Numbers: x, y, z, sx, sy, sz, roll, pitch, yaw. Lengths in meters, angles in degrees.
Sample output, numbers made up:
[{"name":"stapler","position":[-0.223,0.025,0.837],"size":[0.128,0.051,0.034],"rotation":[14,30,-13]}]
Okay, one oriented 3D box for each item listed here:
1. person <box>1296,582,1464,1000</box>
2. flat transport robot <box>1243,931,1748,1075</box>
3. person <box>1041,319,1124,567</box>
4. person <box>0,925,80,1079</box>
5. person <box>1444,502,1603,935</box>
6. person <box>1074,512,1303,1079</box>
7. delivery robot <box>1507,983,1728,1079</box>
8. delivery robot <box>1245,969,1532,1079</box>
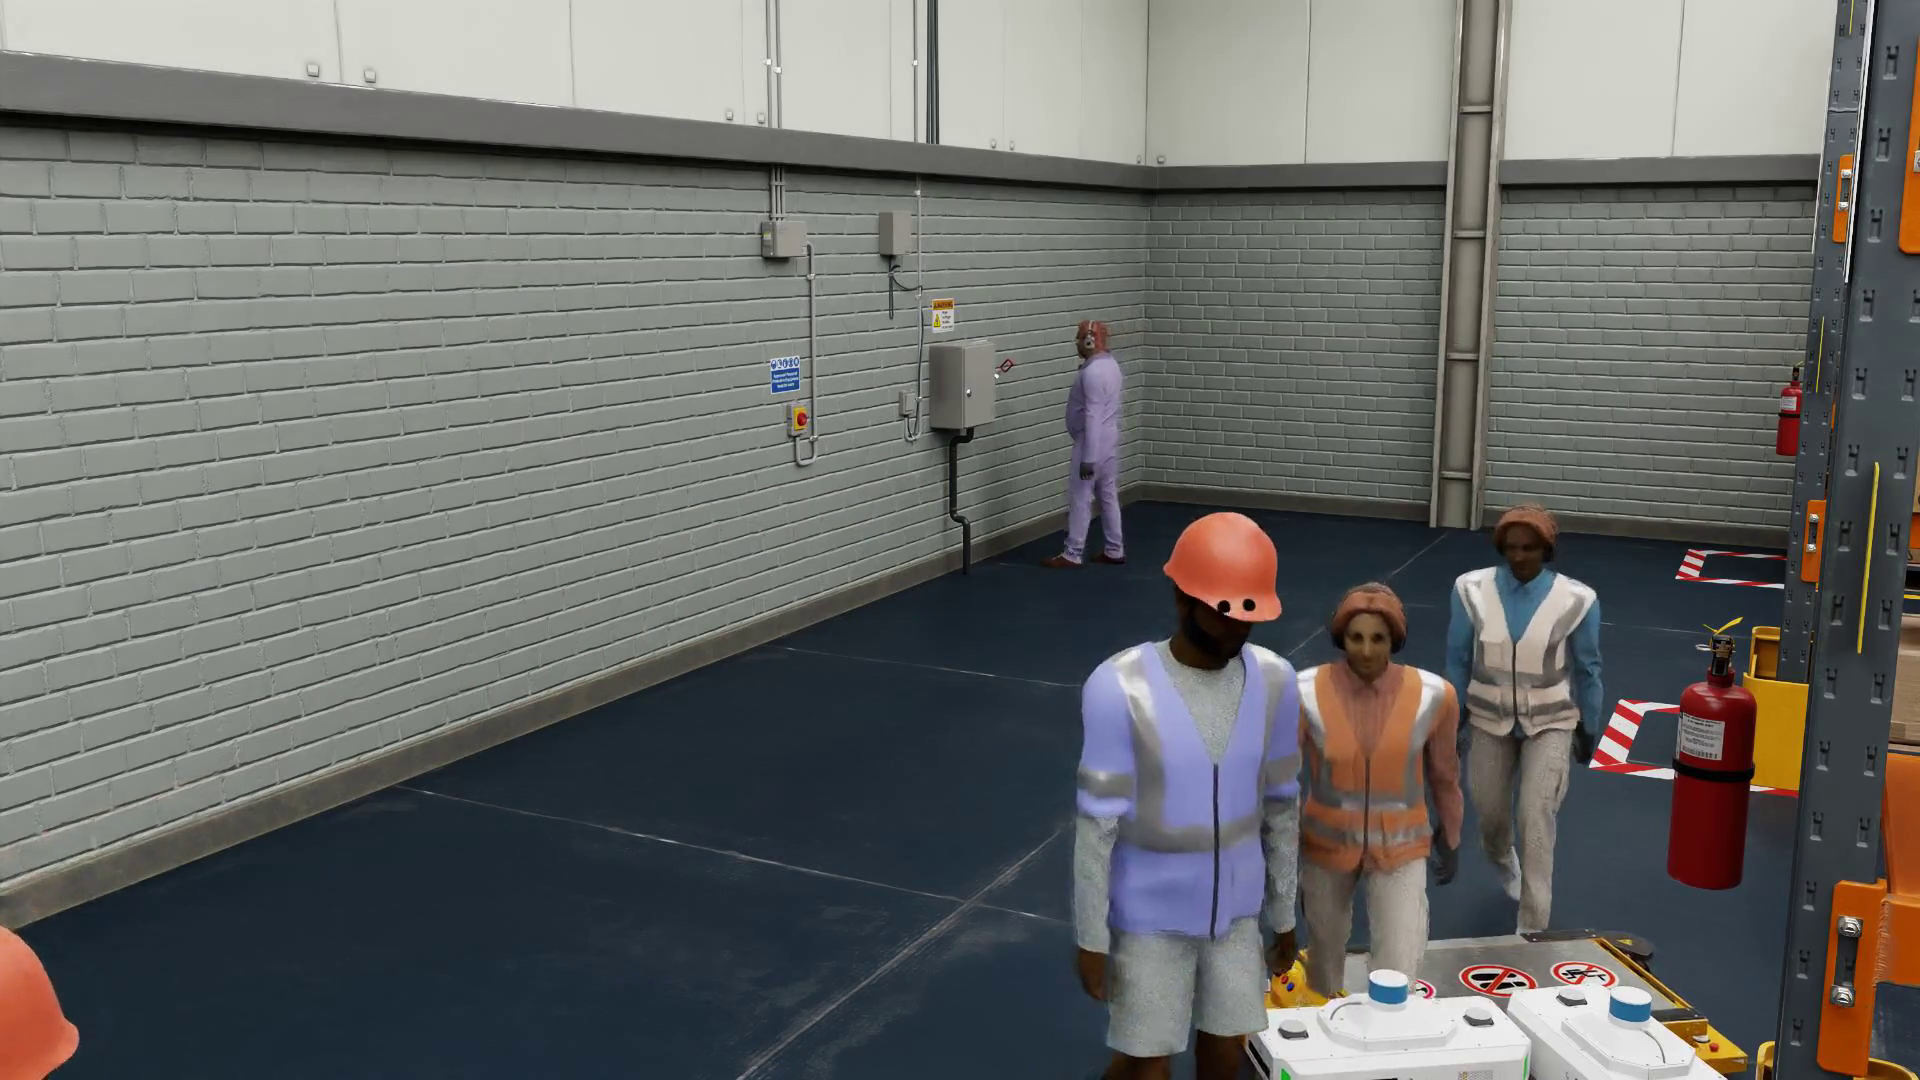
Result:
[{"name":"person","position":[1.136,0.881,4.706],"size":[0.546,1.579,0.886],"rotation":[2,11,13]},{"name":"flat transport robot","position":[1.581,1.457,5.128],"size":[1.431,0.197,0.652],"rotation":[-2,11,-9]},{"name":"person","position":[0.972,-0.724,12.629],"size":[0.489,1.905,0.664],"rotation":[4,11,20]},{"name":"person","position":[-0.961,1.290,1.581],"size":[0.575,1.900,0.902],"rotation":[2,11,11]},{"name":"person","position":[2.012,0.636,5.930],"size":[0.532,1.610,0.567],"rotation":[6,12,28]},{"name":"person","position":[0.522,0.853,3.970],"size":[0.604,1.909,0.620],"rotation":[-3,11,-18]},{"name":"delivery robot","position":[1.737,1.412,4.344],"size":[0.477,0.478,0.707],"rotation":[-2,11,-12]},{"name":"delivery robot","position":[1.133,1.393,4.445],"size":[0.707,0.478,0.477],"rotation":[-1,10,-8]}]
